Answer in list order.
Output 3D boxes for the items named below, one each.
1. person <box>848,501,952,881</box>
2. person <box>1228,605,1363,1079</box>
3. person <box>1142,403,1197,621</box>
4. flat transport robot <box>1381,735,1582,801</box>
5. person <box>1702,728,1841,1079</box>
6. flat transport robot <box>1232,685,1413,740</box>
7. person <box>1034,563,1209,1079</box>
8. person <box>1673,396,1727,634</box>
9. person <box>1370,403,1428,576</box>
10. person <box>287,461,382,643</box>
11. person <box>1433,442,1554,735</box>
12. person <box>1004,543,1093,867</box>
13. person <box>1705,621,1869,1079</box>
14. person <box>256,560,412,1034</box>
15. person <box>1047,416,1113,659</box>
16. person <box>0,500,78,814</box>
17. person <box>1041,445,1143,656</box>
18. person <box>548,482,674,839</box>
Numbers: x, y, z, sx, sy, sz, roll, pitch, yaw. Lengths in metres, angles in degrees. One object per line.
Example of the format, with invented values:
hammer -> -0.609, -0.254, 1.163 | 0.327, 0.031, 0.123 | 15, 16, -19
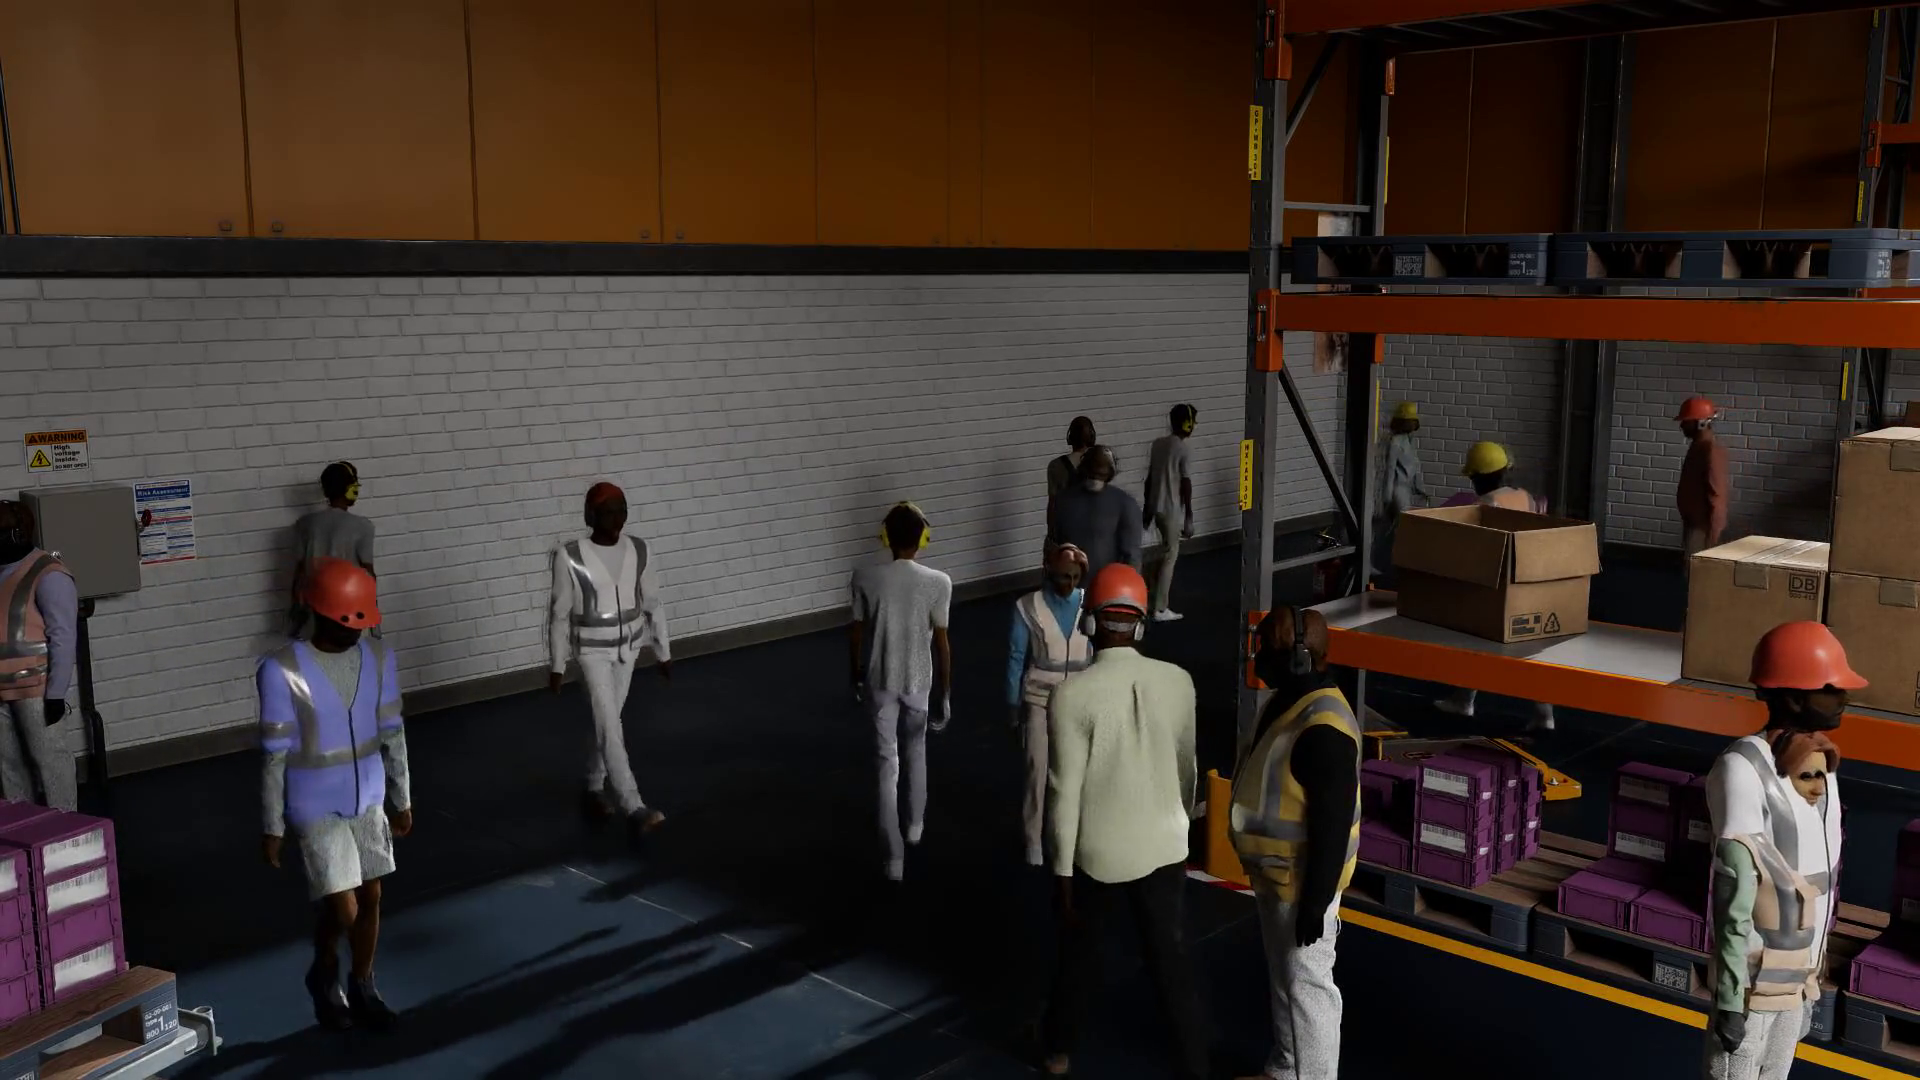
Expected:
person -> -0.297, 0.721, 8.204 | 0.512, 1.824, 0.960 | -1, 9, -5
person -> 1.117, 1.126, 5.618 | 0.429, 1.842, 0.630 | 0, 9, -2
person -> 1.763, -0.219, 13.901 | 0.405, 1.836, 0.517 | -5, 10, -26
flat transport robot -> 2.670, 1.300, 9.355 | 1.431, 0.197, 0.652 | -2, 9, -10
person -> 2.379, 1.342, 4.923 | 0.522, 1.636, 0.310 | -7, 12, -38
flat transport robot -> 2.229, 1.143, 10.318 | 0.652, 0.197, 1.431 | -1, 9, -9
person -> 0.564, 1.061, 5.738 | 0.659, 1.929, 1.054 | -4, 10, -23
person -> 5.809, -0.131, 12.976 | 0.534, 2.005, 0.637 | 2, 9, 11
person -> 4.184, -0.460, 15.778 | 0.898, 1.695, 0.501 | 6, 11, 32
person -> -3.751, 0.442, 9.918 | 0.560, 1.841, 0.844 | 2, 9, 12
person -> 3.467, 0.304, 10.622 | 0.614, 1.868, 0.962 | -4, 10, -25
person -> 0.492, 0.801, 8.273 | 0.590, 1.621, 0.436 | -2, 9, -10
person -> 2.413, 1.191, 4.911 | 0.551, 1.940, 0.349 | -7, 12, -38
person -> -2.330, 0.998, 6.264 | 0.485, 1.887, 0.595 | 7, 12, 37
person -> 0.912, -0.016, 12.606 | 0.515, 1.843, 0.326 | 2, 9, 10
person -> -4.590, 0.717, 8.126 | 0.627, 1.844, 0.429 | 4, 10, 23
person -> 0.843, 0.320, 10.491 | 0.704, 1.898, 0.870 | 5, 11, 29
person -> -1.791, 0.621, 8.724 | 0.608, 1.831, 0.965 | -8, 13, -42
